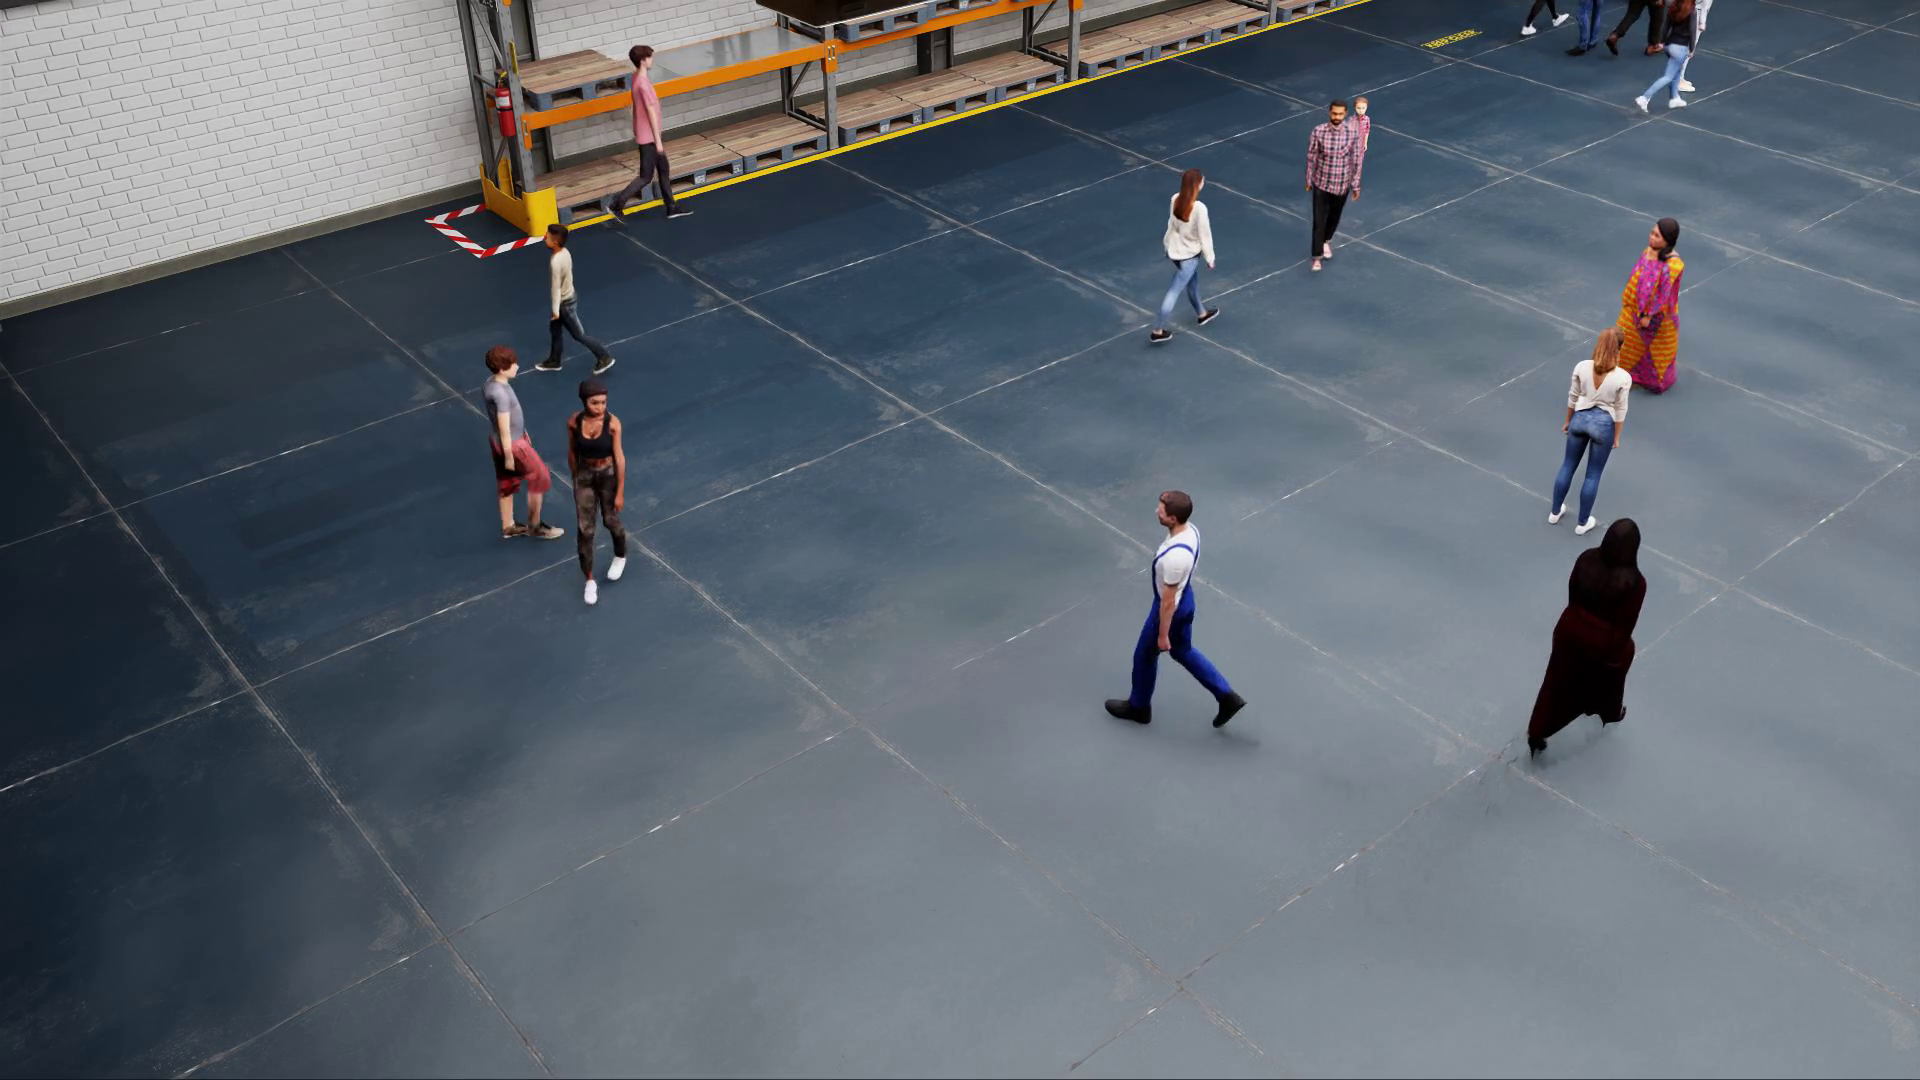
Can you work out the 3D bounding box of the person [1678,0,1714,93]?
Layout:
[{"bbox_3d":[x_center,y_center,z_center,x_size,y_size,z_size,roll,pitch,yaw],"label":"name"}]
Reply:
[{"bbox_3d":[9.571,-6.768,21.614,0.724,1.796,0.636,7,34,11],"label":"person"}]

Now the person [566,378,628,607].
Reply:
[{"bbox_3d":[-2.601,-0.453,12.224,0.884,1.672,0.942,5,34,8],"label":"person"}]

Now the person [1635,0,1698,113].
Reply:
[{"bbox_3d":[8.916,-6.135,20.838,1.180,1.600,0.911,-10,35,-15],"label":"person"}]

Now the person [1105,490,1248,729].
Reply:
[{"bbox_3d":[1.440,0.487,10.670,1.050,1.828,1.192,13,36,18],"label":"person"}]

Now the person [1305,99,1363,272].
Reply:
[{"bbox_3d":[3.808,-3.658,17.002,1.118,1.721,1.201,5,34,7],"label":"person"}]

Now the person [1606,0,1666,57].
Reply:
[{"bbox_3d":[9.332,-7.526,22.686,1.193,1.870,0.734,-20,38,-27],"label":"person"}]

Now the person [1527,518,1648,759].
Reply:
[{"bbox_3d":[3.924,0.684,10.483,1.039,1.707,0.665,-24,40,-31],"label":"person"}]

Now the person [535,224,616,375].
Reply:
[{"bbox_3d":[-3.486,-2.137,14.963,1.049,1.446,0.915,-2,34,-3],"label":"person"}]

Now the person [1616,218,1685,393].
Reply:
[{"bbox_3d":[6.146,-2.054,14.634,1.250,1.670,0.982,-9,35,-13],"label":"person"}]

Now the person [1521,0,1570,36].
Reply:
[{"bbox_3d":[8.294,-8.006,23.536,1.194,1.729,0.876,-17,37,-24],"label":"person"}]

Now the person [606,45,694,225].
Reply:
[{"bbox_3d":[-3.423,-4.275,17.744,1.262,1.928,0.903,-12,35,-17],"label":"person"}]

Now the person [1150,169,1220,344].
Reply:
[{"bbox_3d":[2.040,-2.595,15.476,1.125,1.641,0.748,-19,38,-27],"label":"person"}]

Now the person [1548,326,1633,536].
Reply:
[{"bbox_3d":[4.848,-0.846,12.768,0.634,1.726,0.568,26,41,33],"label":"person"}]

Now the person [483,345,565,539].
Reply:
[{"bbox_3d":[-3.509,-0.707,12.640,0.766,1.635,0.689,-13,36,-18],"label":"person"}]

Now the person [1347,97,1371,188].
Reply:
[{"bbox_3d":[4.523,-4.551,18.977,0.497,1.022,0.562,0,34,1],"label":"person"}]

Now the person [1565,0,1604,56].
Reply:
[{"bbox_3d":[8.804,-7.651,22.883,0.531,1.862,0.998,-13,36,-18],"label":"person"}]
